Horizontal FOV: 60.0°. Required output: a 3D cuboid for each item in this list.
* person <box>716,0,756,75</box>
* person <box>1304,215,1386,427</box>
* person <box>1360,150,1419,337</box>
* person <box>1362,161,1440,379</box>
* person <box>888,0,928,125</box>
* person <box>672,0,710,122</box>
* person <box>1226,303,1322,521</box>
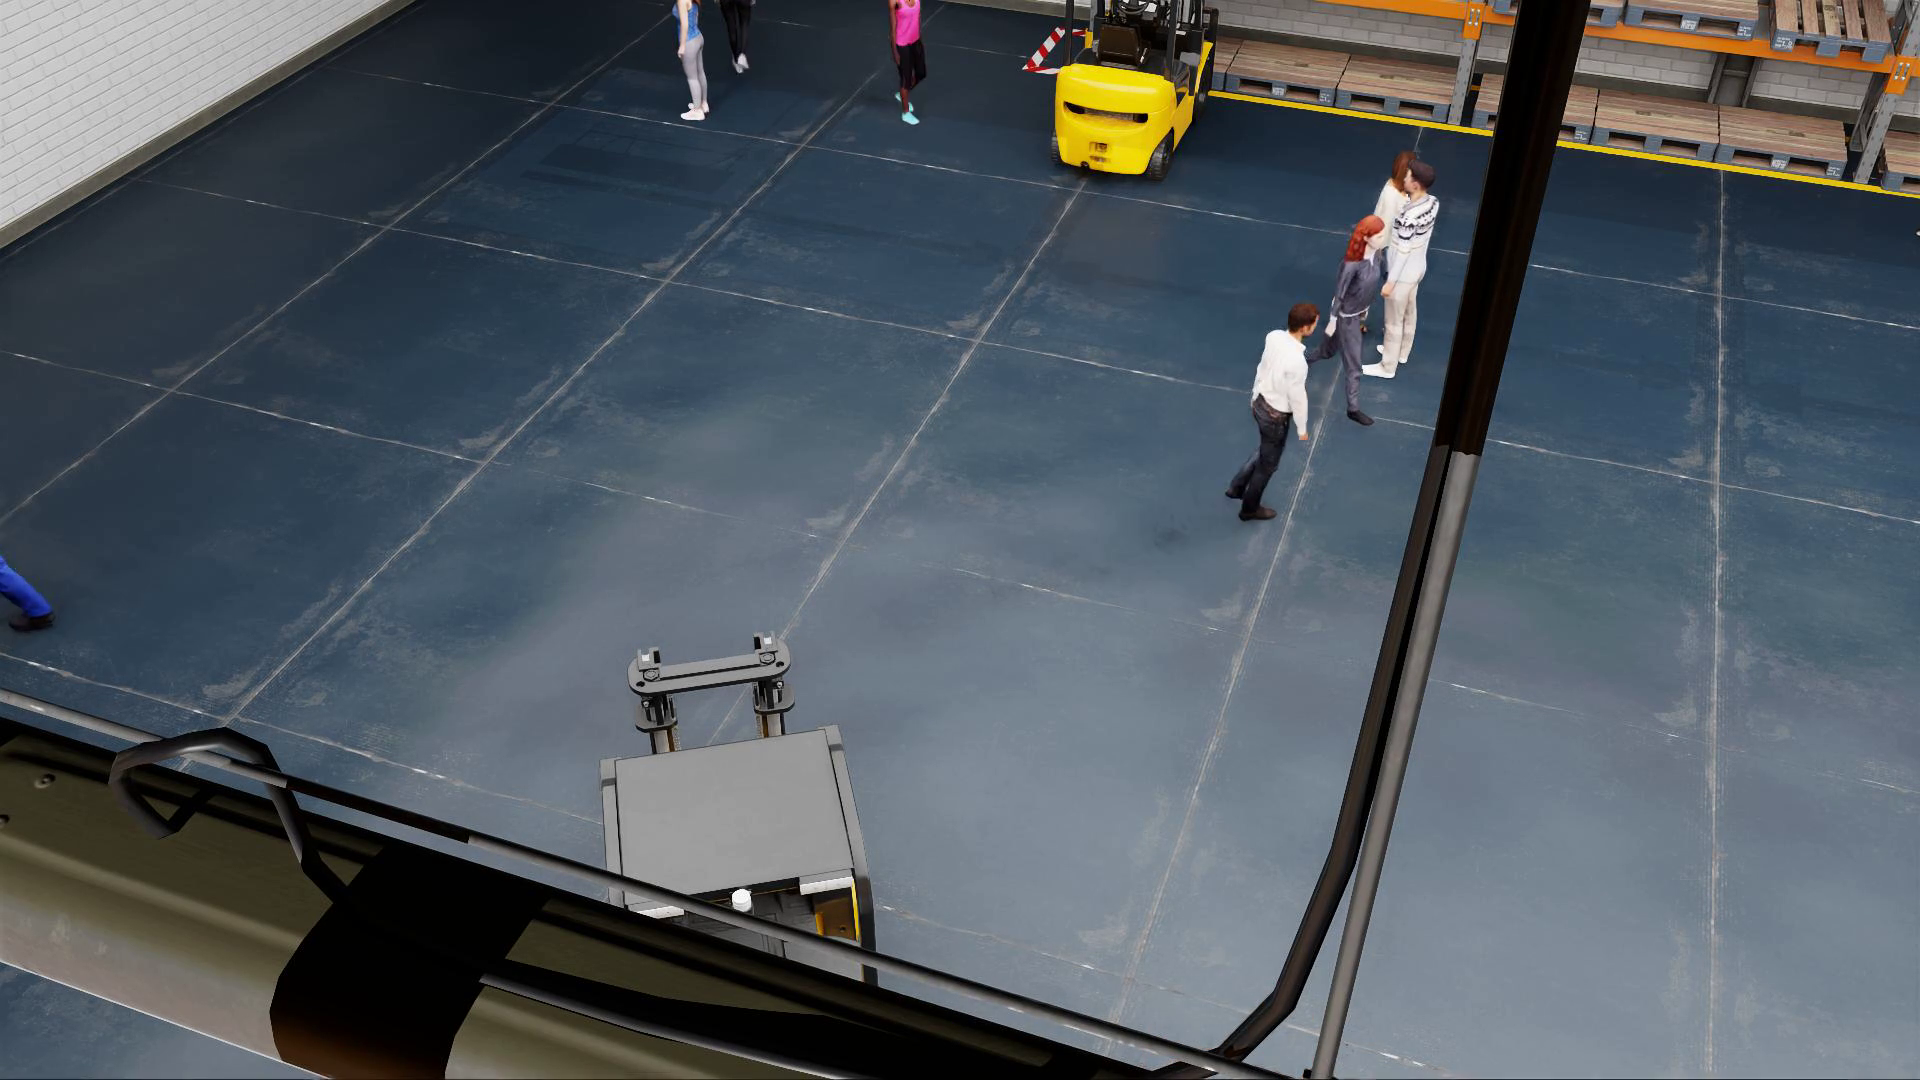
[{"bbox_3d":[-2.459,-5.917,18.195,0.799,1.730,0.840,-6,39,-8],"label":"person"},{"bbox_3d":[2.949,-1.760,12.983,1.185,1.739,0.870,29,47,31],"label":"person"},{"bbox_3d":[3.459,-2.490,13.961,0.795,1.659,0.628,13,40,16],"label":"person"},{"bbox_3d":[3.599,-2.179,13.409,0.671,1.862,0.740,24,45,27],"label":"person"},{"bbox_3d":[-0.615,-5.176,17.282,0.726,1.712,0.790,-29,47,-31],"label":"person"},{"bbox_3d":[-2.821,-5.207,17.402,0.570,1.610,0.585,8,39,10],"label":"person"},{"bbox_3d":[2.137,-0.859,11.766,0.866,1.849,0.839,-11,40,-13],"label":"person"}]
